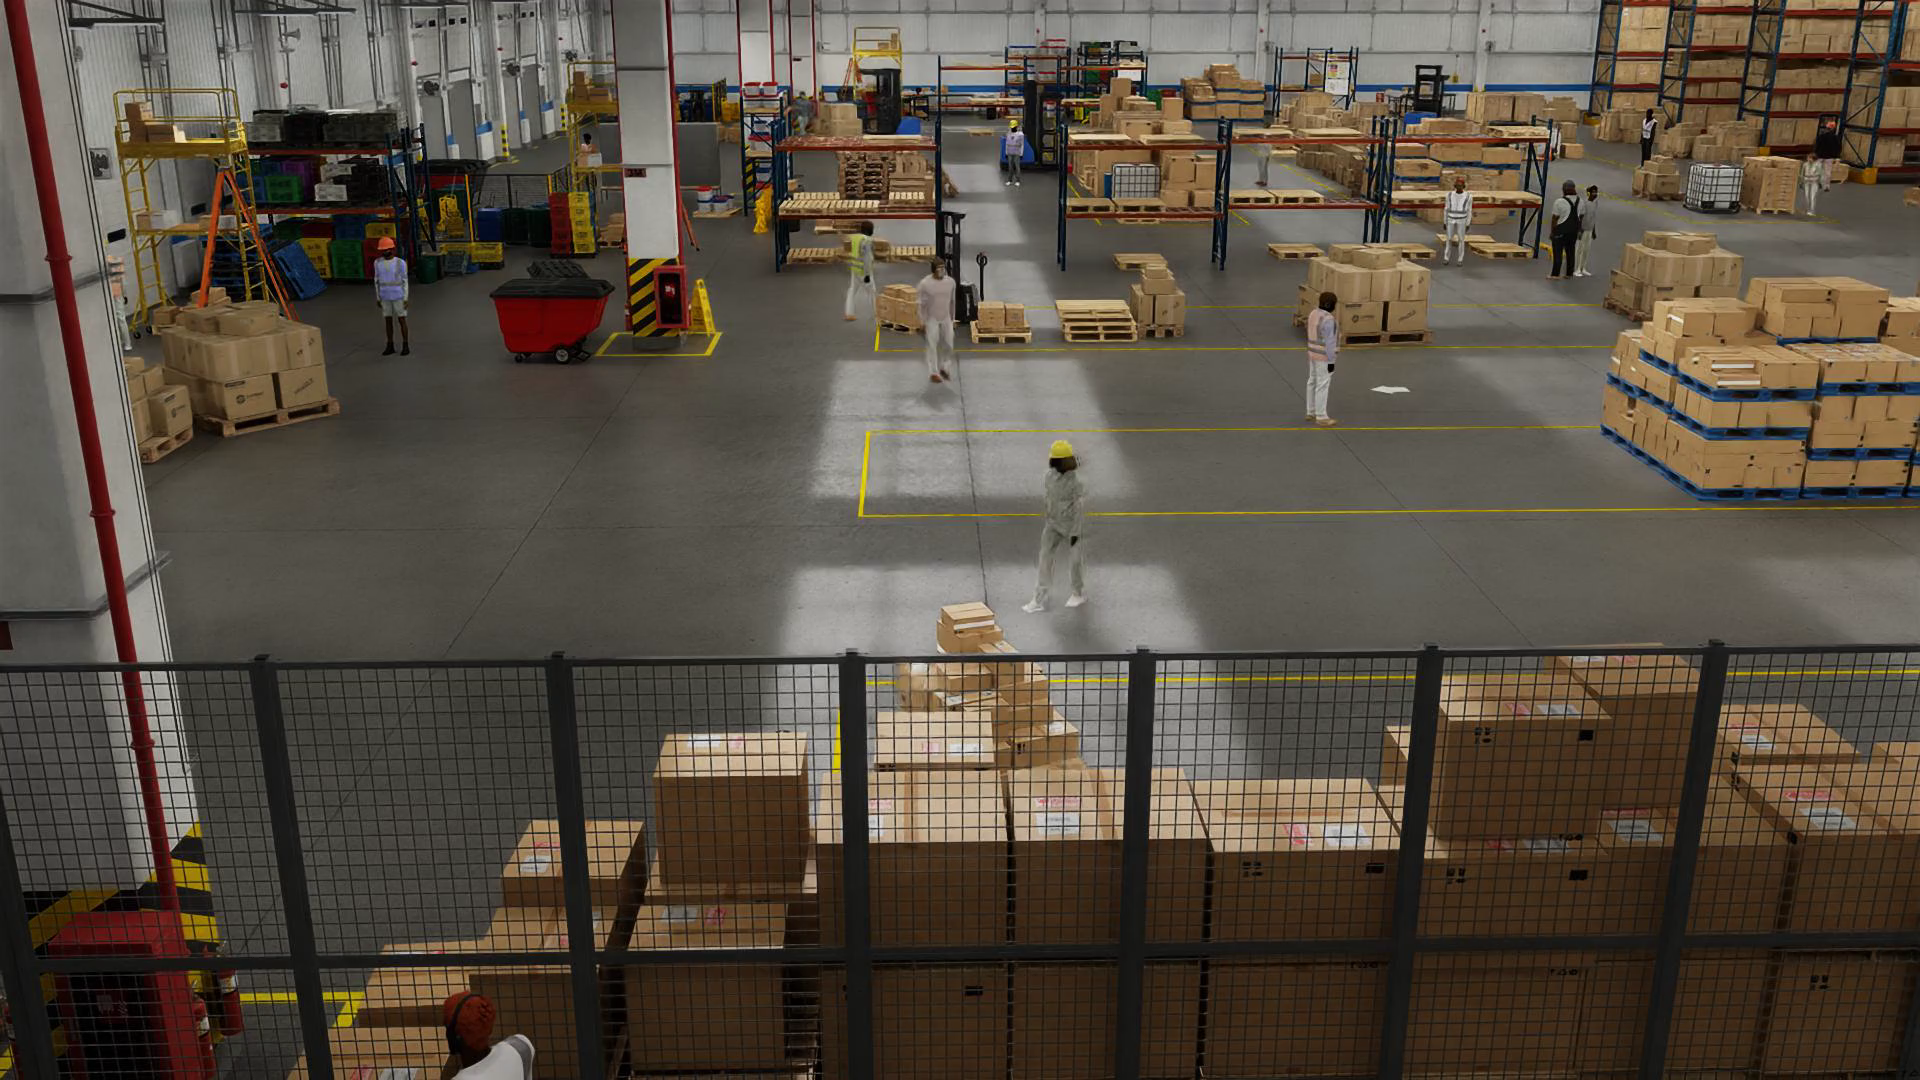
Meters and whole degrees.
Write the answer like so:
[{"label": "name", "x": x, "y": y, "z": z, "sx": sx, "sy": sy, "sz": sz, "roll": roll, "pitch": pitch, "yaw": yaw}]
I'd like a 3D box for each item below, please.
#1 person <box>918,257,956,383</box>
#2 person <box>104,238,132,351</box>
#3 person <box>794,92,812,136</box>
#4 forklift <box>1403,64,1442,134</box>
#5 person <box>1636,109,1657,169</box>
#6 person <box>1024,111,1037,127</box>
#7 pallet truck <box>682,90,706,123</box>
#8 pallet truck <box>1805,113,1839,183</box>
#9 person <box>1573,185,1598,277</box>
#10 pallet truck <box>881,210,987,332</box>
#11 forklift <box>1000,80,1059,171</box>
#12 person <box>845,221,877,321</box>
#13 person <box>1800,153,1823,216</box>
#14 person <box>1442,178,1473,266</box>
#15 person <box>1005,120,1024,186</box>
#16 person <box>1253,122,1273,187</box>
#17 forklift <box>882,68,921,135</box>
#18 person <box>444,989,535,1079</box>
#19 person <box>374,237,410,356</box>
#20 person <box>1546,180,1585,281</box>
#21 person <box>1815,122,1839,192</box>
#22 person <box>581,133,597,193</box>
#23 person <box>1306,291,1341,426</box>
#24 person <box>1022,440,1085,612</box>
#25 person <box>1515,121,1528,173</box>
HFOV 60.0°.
[{"label": "person", "x": -0.330, "y": -3.314, "z": 25.165, "sx": 0.625, "sy": 1.923, "sz": 0.504, "roll": -7, "pitch": 20, "yaw": -20}, {"label": "person", "x": -13.994, "y": -4.035, "z": 27.309, "sx": 0.585, "sy": 1.929, "sz": 0.375, "roll": -13, "pitch": 23, "yaw": -34}, {"label": "person", "x": -5.883, "y": -15.916, "z": 62.616, "sx": 0.652, "sy": 1.882, "sz": 1.040, "roll": -8, "pitch": 20, "yaw": -22}, {"label": "forklift", "x": 17.644, "y": -16.582, "z": 63.063, "sx": 1.129, "sy": 2.768, "sz": 1.873, "roll": 11, "pitch": 22, "yaw": 30}, {"label": "person", "x": 22.310, "y": -13.001, "z": 53.940, "sx": 0.396, "sy": 1.911, "sz": 0.588, "roll": -5, "pitch": 19, "yaw": -15}, {"label": "person", "x": 2.638, "y": -15.304, "z": 60.753, "sx": 0.559, "sy": 1.918, "sz": 0.628, "roll": -1, "pitch": 19, "yaw": -4}, {"label": "pallet truck", "x": -9.671, "y": -15.907, "z": 62.421, "sx": 0.823, "sy": 1.965, "sz": 1.885, "roll": 5, "pitch": 19, "yaw": 15}, {"label": "pallet truck", "x": 26.403, "y": -11.957, "z": 50.702, "sx": 0.823, "sy": 1.965, "sz": 1.885, "roll": 6, "pitch": 19, "yaw": 16}, {"label": "person", "x": 12.969, "y": -6.392, "z": 34.387, "sx": 0.517, "sy": 1.874, "sz": 0.328, "roll": -11, "pitch": 22, "yaw": -29}, {"label": "pallet truck", "x": -0.493, "y": -4.759, "z": 29.349, "sx": 1.885, "sy": 1.965, "sz": 0.823, "roll": -13, "pitch": 23, "yaw": -34}, {"label": "forklift", "x": 2.239, "y": -13.269, "z": 53.236, "sx": 1.873, "sy": 2.768, "sz": 1.129, "roll": -1, "pitch": 19, "yaw": -2}, {"label": "person", "x": -1.695, "y": -4.831, "z": 29.877, "sx": 0.949, "sy": 1.781, "sz": 0.748, "roll": -11, "pitch": 22, "yaw": -31}, {"label": "person", "x": 22.070, "y": -9.232, "z": 43.199, "sx": 0.579, "sy": 1.611, "sz": 0.536, "roll": -15, "pitch": 23, "yaw": -37}, {"label": "person", "x": 10.642, "y": -6.804, "z": 35.613, "sx": 0.574, "sy": 1.876, "sz": 0.356, "roll": 10, "pitch": 21, "yaw": 26}, {"label": "person", "x": 1.612, "y": -11.540, "z": 49.591, "sx": 0.586, "sy": 1.917, "sz": 0.380, "roll": 10, "pitch": 21, "yaw": 27}, {"label": "person", "x": 9.038, "y": -11.444, "z": 49.338, "sx": 0.358, "sy": 1.908, "sz": 0.702, "roll": -8, "pitch": 20, "yaw": -21}, {"label": "forklift", "x": -2.449, "y": -15.675, "z": 60.373, "sx": 1.873, "sy": 2.768, "sz": 1.129, "roll": -10, "pitch": 21, "yaw": -26}, {"label": "person", "x": -2.035, "y": 2.775, "z": 7.177, "sx": 0.355, "sy": 1.882, "sz": 0.576, "roll": 8, "pitch": 20, "yaw": 22}, {"label": "person", "x": -9.254, "y": -3.966, "z": 27.090, "sx": 0.545, "sy": 1.938, "sz": 0.357, "roll": 1, "pitch": 19, "yaw": 3}, {"label": "person", "x": 12.358, "y": -6.350, "z": 34.003, "sx": 0.700, "sy": 2.000, "sz": 0.535, "roll": -6, "pitch": 20, "yaw": -17}, {"label": "person", "x": 25.037, "y": -11.074, "z": 48.094, "sx": 0.613, "sy": 1.991, "sz": 0.391, "roll": 16, "pitch": 24, "yaw": 39}, {"label": "person", "x": -10.681, "y": -10.846, "z": 47.866, "sx": 0.535, "sy": 1.700, "sz": 0.318, "roll": 7, "pitch": 20, "yaw": 21}, {"label": "person", "x": 5.003, "y": -2.505, "z": 22.907, "sx": 0.429, "sy": 1.843, "sz": 0.627, "roll": -5, "pitch": 19, "yaw": -14}, {"label": "person", "x": 0.936, "y": -0.120, "z": 16.027, "sx": 0.525, "sy": 1.708, "sz": 0.826, "roll": 15, "pitch": 24, "yaw": 38}, {"label": "person", "x": 17.775, "y": -12.453, "z": 52.729, "sx": 0.523, "sy": 1.636, "sz": 0.311, "roll": -17, "pitch": 25, "yaw": -41}]
